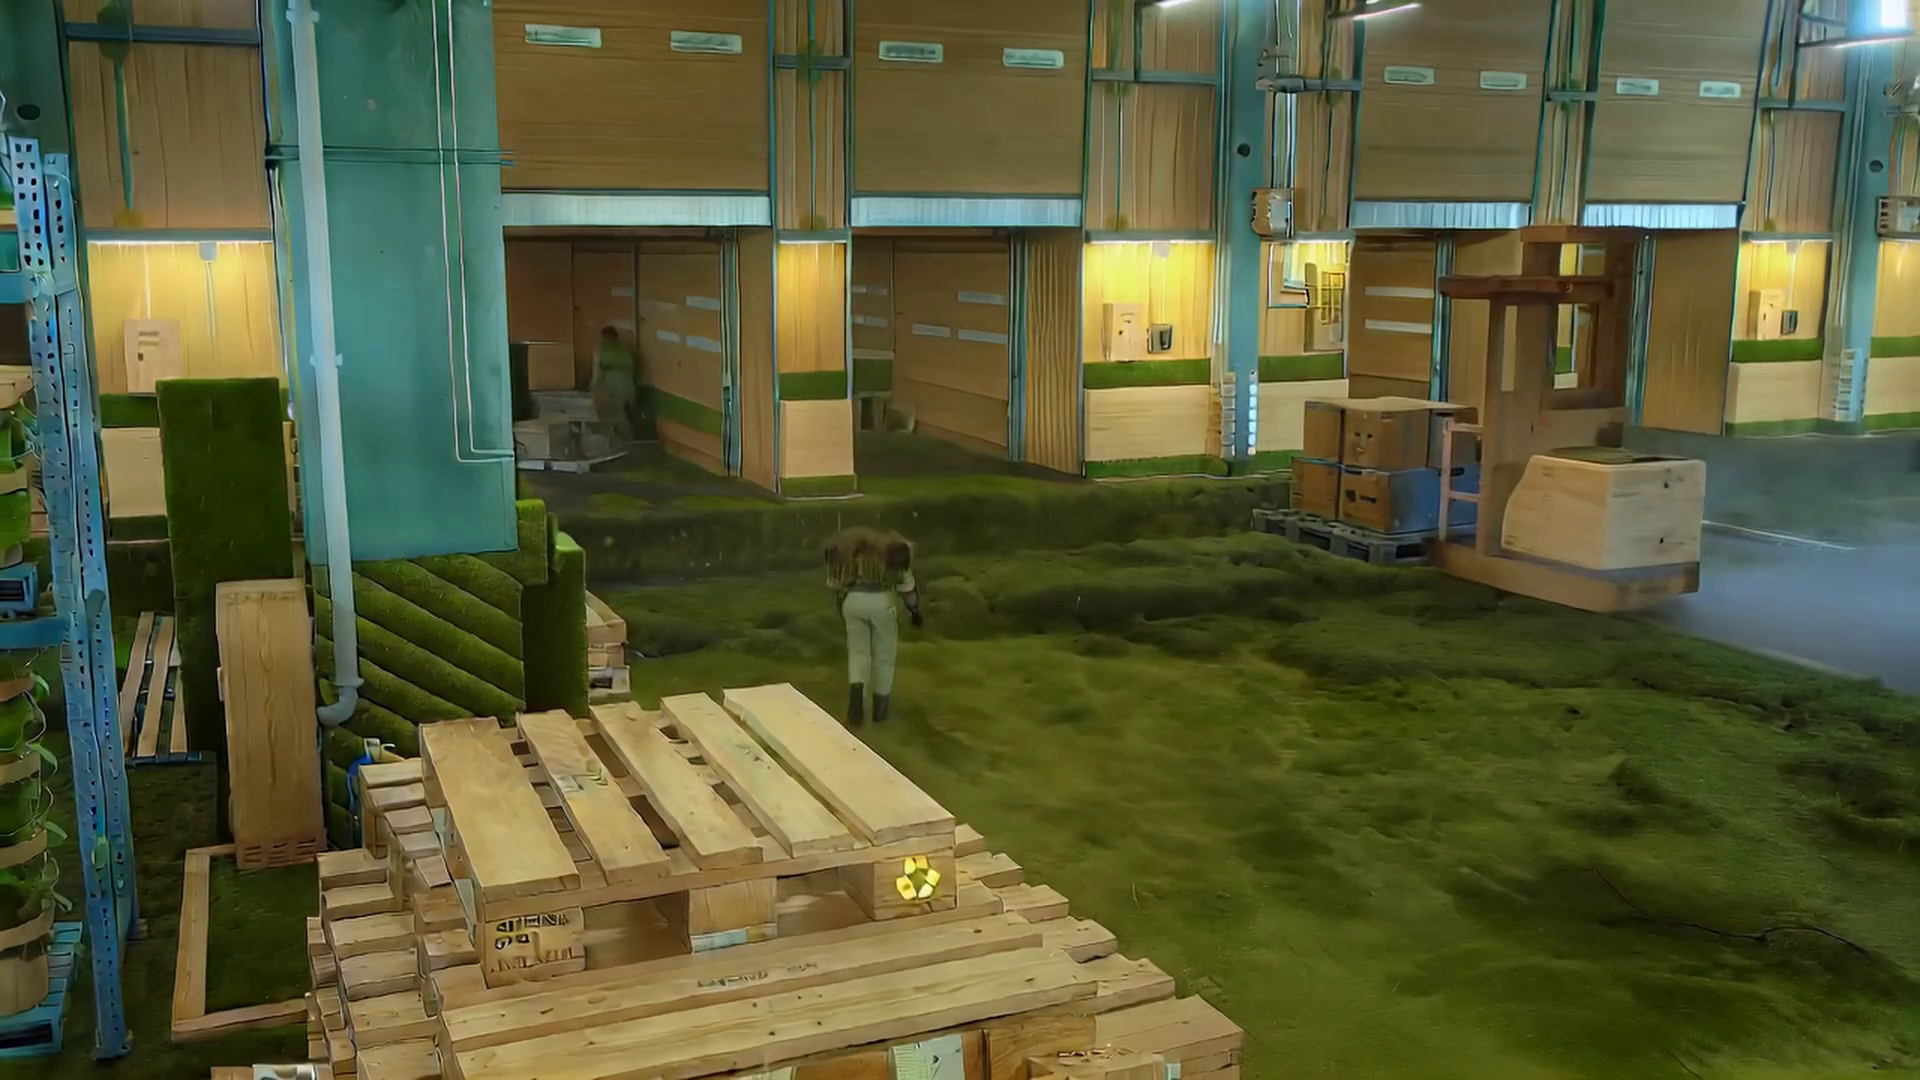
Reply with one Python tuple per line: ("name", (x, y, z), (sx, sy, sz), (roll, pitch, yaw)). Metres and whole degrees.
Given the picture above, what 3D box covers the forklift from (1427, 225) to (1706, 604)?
("forklift", (4.762, -1.043, 12.937), (1.129, 2.768, 1.873), (-4, 11, -23))
